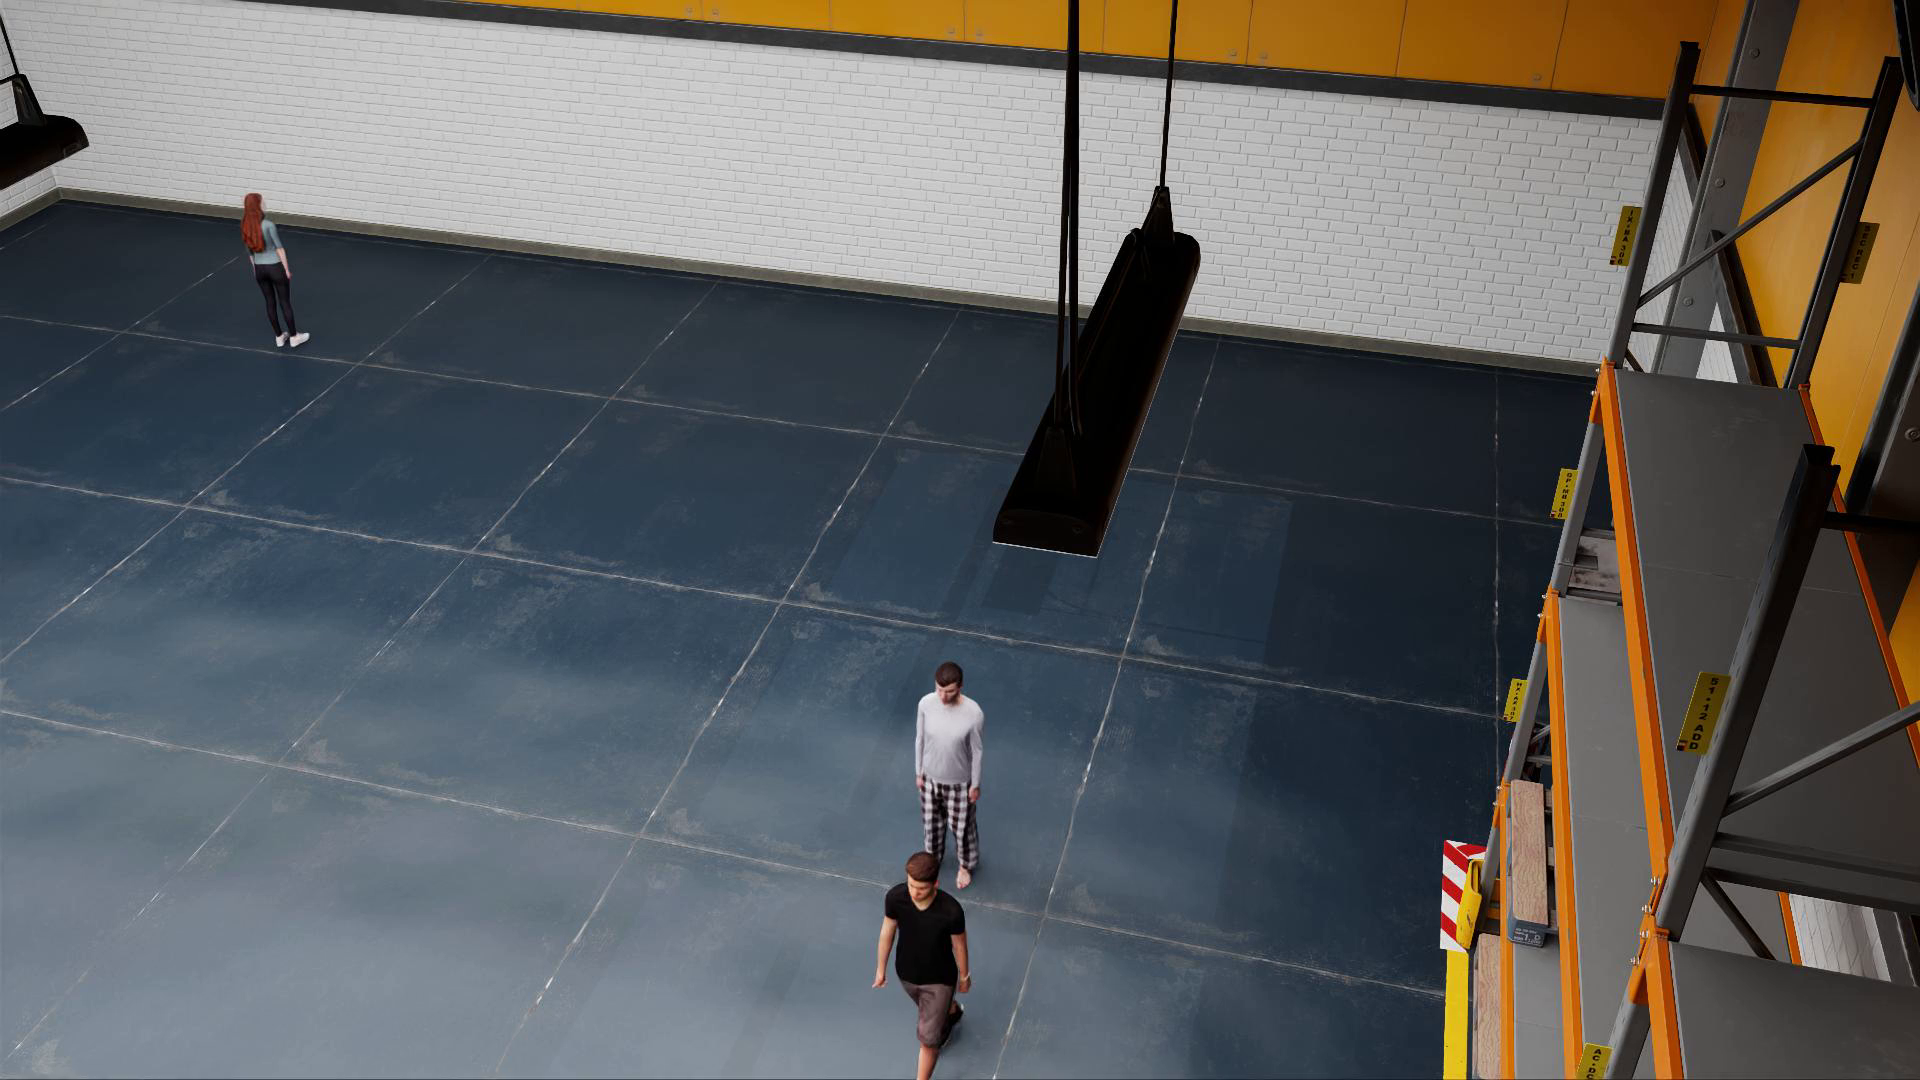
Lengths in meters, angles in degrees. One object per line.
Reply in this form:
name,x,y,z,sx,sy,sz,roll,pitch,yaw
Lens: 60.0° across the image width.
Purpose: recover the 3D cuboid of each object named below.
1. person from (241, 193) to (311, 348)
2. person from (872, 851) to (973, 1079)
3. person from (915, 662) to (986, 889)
person,-7.499,-2.927,18.082,0.575,1.742,0.542,7,34,10
person,-0.152,2.490,9.861,0.864,1.821,1.269,15,37,22
person,-0.078,1.565,11.230,0.623,1.847,0.527,10,35,15
